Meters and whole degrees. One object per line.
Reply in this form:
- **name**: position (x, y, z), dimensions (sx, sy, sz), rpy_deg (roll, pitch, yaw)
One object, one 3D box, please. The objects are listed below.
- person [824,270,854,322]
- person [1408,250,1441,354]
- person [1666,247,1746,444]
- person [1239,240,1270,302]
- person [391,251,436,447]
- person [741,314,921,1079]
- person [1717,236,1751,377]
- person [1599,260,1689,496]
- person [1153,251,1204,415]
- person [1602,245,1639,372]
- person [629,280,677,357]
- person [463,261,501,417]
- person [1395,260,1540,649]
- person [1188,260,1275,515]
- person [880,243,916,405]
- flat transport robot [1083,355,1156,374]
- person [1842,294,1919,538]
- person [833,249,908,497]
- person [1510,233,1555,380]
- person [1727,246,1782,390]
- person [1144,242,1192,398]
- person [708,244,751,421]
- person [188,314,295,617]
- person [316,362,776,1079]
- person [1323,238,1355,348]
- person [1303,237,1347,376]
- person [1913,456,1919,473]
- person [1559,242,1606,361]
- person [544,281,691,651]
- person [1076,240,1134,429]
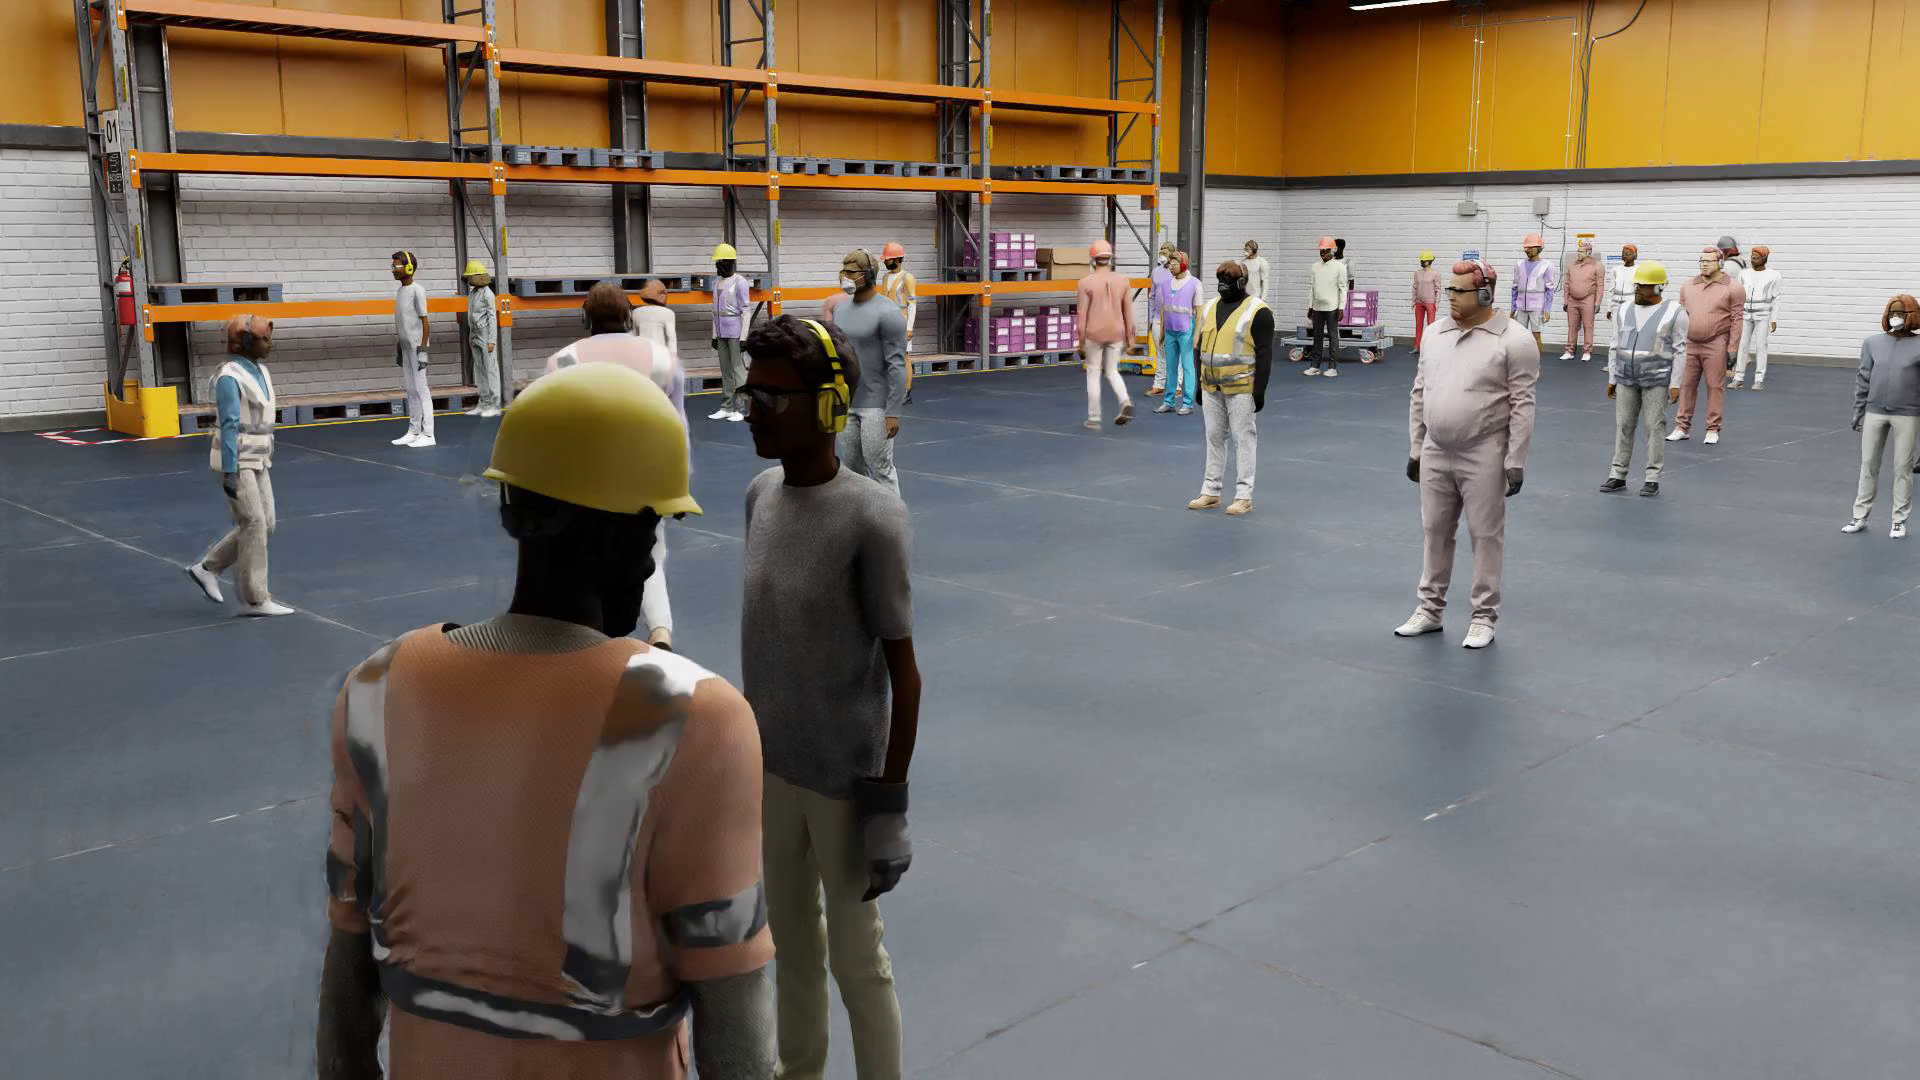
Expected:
- **person**: position (-1.174, -2.007, 17.315), dimensions (0.569, 1.735, 0.641), rpy_deg (2, 11, 10)
- **person**: position (7.911, -4.028, 28.272), dimensions (0.329, 1.764, 0.524), rpy_deg (-9, 14, -42)
- **person**: position (7.260, -1.891, 16.218), dimensions (0.401, 1.910, 0.640), rpy_deg (-9, 14, -42)
- **person**: position (4.976, -4.140, 28.408), dimensions (0.377, 1.936, 0.628), rpy_deg (-9, 14, -42)
- **person**: position (-5.270, -1.826, 15.967), dimensions (0.334, 1.873, 0.521), rpy_deg (-9, 14, -42)
- **person**: position (-0.295, 0.487, 3.355), dimensions (0.334, 1.873, 0.521), rpy_deg (-9, 14, -42)
- **person**: position (11.026, -3.368, 23.909), dimensions (0.541, 2.000, 0.698), rpy_deg (10, 14, 42)
- **person**: position (5.332, -1.256, 12.976), dimensions (0.404, 1.827, 0.589), rpy_deg (-9, 14, -42)
- **person**: position (2.498, -2.331, 18.804), dimensions (0.395, 1.839, 0.564), rpy_deg (-9, 14, -42)
- **person**: position (9.844, -3.412, 24.581), dimensions (0.360, 1.883, 0.574), rpy_deg (-9, 14, -42)
- **person**: position (-3.015, -1.713, 16.095), dimensions (0.537, 1.599, 0.705), rpy_deg (4, 11, 21)
- **person**: position (-5.356, -2.242, 18.593), dimensions (0.313, 1.739, 0.485), rpy_deg (-9, 14, -42)
- **person**: position (2.486, -0.420, 8.214), dimensions (0.401, 1.904, 0.640), rpy_deg (-9, 14, -42)
- **person**: position (1.968, -1.110, 12.140), dimensions (0.430, 1.845, 0.622), rpy_deg (-9, 14, -42)
- **person**: position (-0.768, -2.576, 19.888), dimensions (0.376, 1.933, 0.544), rpy_deg (-9, 14, -42)
- **flat transport robot**: position (2.567, -2.594, 24.516), dimensions (0.652, 0.197, 1.431), rpy_deg (-10, 14, -44)
- **person**: position (6.267, -0.830, 11.179), dimensions (0.285, 1.634, 0.499), rpy_deg (-9, 14, -42)
- **person**: position (-0.584, -0.817, 10.279), dimensions (0.377, 1.940, 0.628), rpy_deg (-9, 14, -42)
- **person**: position (8.001, -3.264, 23.335), dimensions (0.389, 2.045, 0.606), rpy_deg (-9, 14, -42)
- **person**: position (10.439, -2.909, 21.838), dimensions (0.360, 1.884, 0.574), rpy_deg (-9, 14, -42)
- **person**: position (2.606, -2.742, 20.773), dimensions (0.377, 1.940, 0.628), rpy_deg (-9, 14, -42)
- **person**: position (-2.523, -2.261, 18.180), dimensions (0.381, 1.928, 0.587), rpy_deg (-9, 14, -42)
- **person**: position (-3.857, -0.391, 8.822), dimensions (0.506, 1.616, 0.558), rpy_deg (0, 10, -3)
- **person**: position (-0.551, 0.734, 2.017), dimensions (0.635, 1.879, 0.931), rpy_deg (4, 11, 23)
- **person**: position (6.796, -4.427, 29.896), dimensions (0.373, 1.962, 0.605), rpy_deg (-9, 14, -42)
- **person**: position (5.268, -3.354, 23.958), dimensions (0.387, 1.996, 0.611), rpy_deg (-9, 14, -42)
- **person**: position (8.378, -1.501, 14.007), dimensions (0.372, 1.939, 0.544), rpy_deg (-9, 14, -42)
- **person**: position (10.059, -3.848, 26.910), dimensions (0.401, 1.904, 0.640), rpy_deg (-9, 14, -42)
- **person**: position (-1.508, -0.232, 7.394), dimensions (0.635, 1.827, 0.576), rpy_deg (-4, 11, -22)
- **person**: position (1.524, -2.122, 17.288), dimensions (0.623, 1.976, 0.625), rpy_deg (-4, 11, -22)
